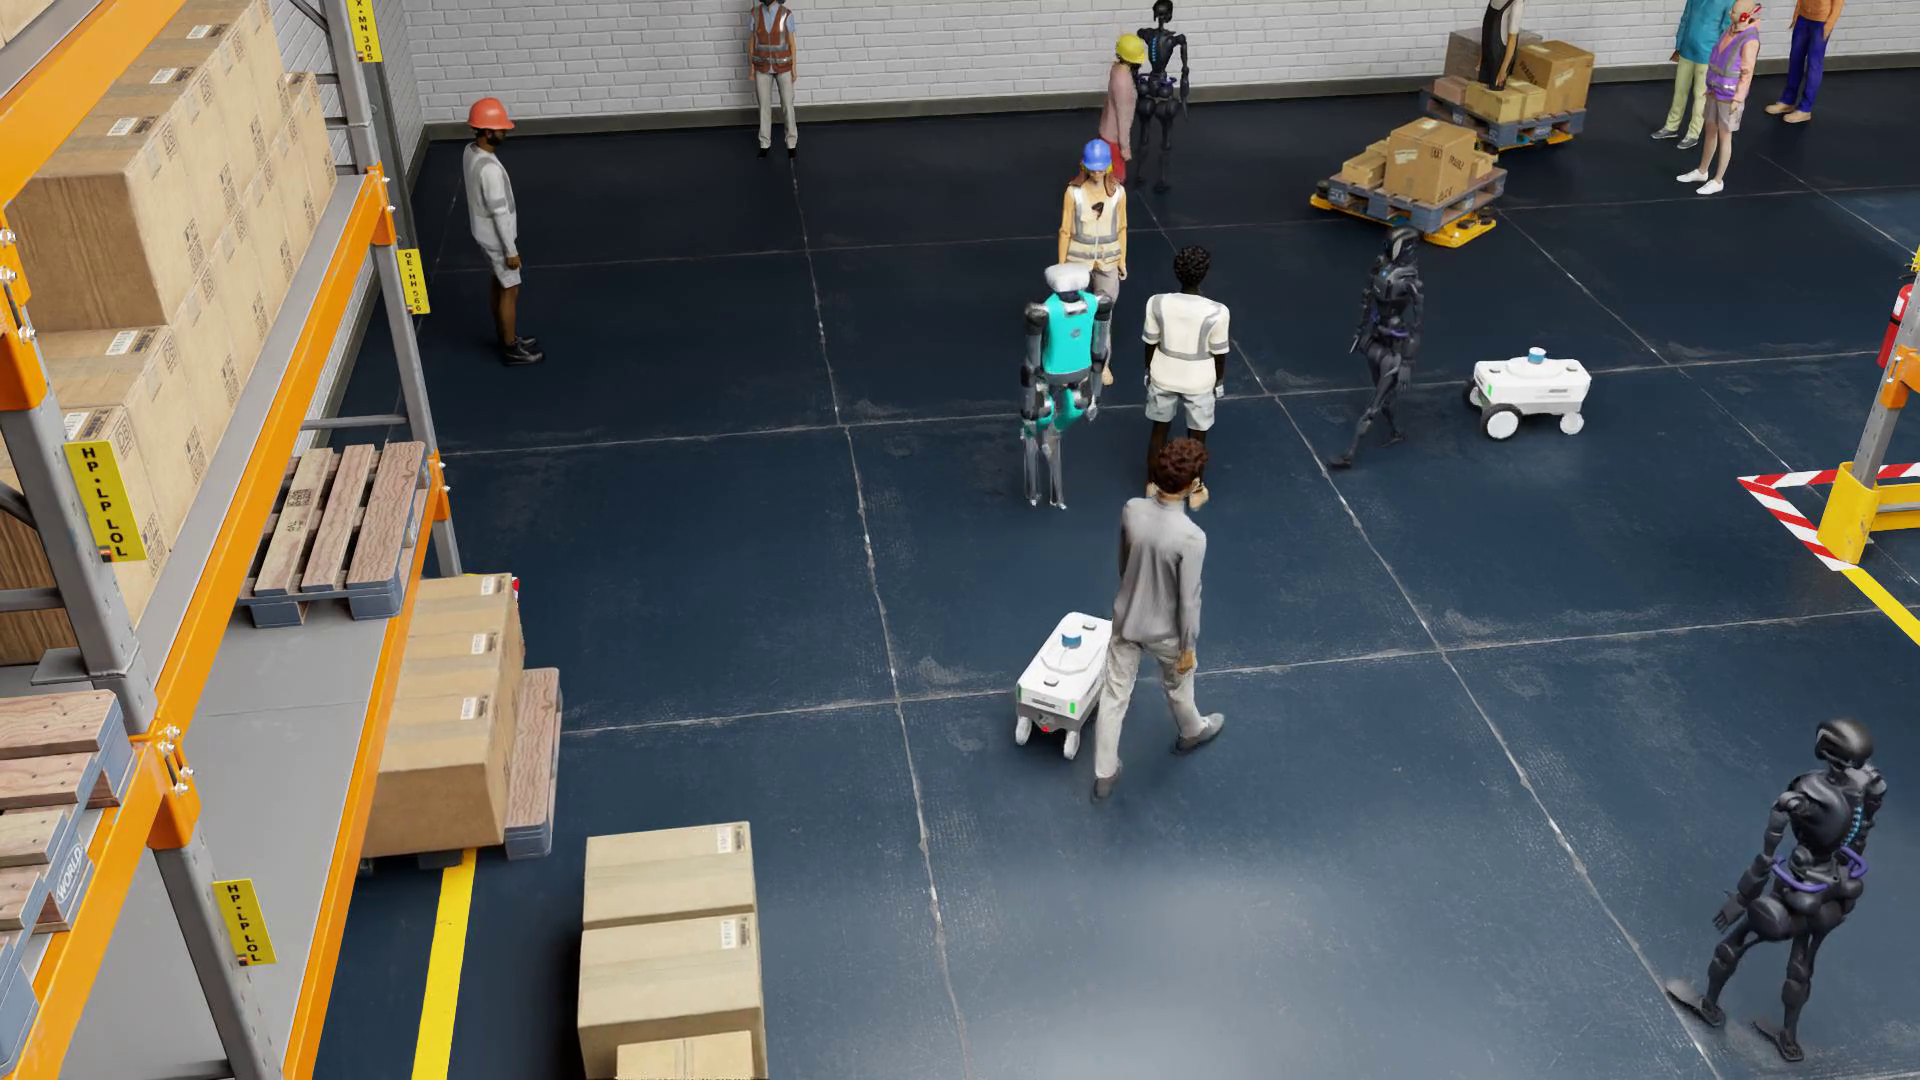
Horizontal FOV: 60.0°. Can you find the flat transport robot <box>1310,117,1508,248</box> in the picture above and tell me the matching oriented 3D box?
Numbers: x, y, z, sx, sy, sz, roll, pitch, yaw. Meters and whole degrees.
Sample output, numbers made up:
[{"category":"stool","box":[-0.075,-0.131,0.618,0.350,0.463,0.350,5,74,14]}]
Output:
[{"category":"flat transport robot","box":[3.785,-2.849,14.218,1.431,0.231,0.659,28,42,36]}]

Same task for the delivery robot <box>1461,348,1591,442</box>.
[{"category":"delivery robot","box":[3.797,-1.002,11.114,0.776,0.580,0.499,-1,33,-2]}]

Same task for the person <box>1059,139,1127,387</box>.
[{"category":"person","box":[0.904,-1.875,11.345,0.474,1.775,0.324,-3,33,-4]}]

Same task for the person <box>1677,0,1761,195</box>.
[{"category":"person","box":[6.652,-3.859,14.462,0.345,1.692,0.487,-4,33,-6]}]

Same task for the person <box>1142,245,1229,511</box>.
[{"category":"person","box":[1.344,-0.966,10.035,0.534,1.693,0.320,14,36,21]}]

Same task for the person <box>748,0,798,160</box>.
[{"category":"person","box":[-1.700,-4.316,15.163,0.441,1.689,0.308,2,33,4]}]

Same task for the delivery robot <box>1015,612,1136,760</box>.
[{"category":"delivery robot","box":[0.572,0.703,8.530,0.499,0.612,0.809,15,36,21]}]

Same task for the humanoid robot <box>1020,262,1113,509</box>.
[{"category":"humanoid robot","box":[0.503,-0.887,9.903,0.552,1.809,0.815,-14,36,-20]}]

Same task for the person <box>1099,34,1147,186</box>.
[{"category":"person","box":[1.270,-3.326,13.617,0.428,1.720,0.648,-1,33,-1]}]

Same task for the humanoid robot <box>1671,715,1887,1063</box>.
[{"category":"humanoid robot","box":[3.275,1.344,6.505,0.590,1.640,0.481,-12,35,-18]}]

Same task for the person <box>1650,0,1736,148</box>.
[{"category":"person","box":[6.844,-4.531,15.436,0.342,1.748,0.571,-15,36,-22]}]

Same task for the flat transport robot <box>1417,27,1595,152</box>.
[{"category":"flat transport robot","box":[5.050,-3.880,15.798,1.431,0.231,0.659,-14,36,-20]}]

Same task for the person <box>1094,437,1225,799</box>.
[{"category":"person","box":[0.961,0.331,7.888,0.569,1.849,0.929,25,41,33]}]

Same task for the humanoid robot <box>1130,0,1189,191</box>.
[{"category":"humanoid robot","box":[1.721,-3.887,14.518,0.601,1.658,0.329,18,37,25]}]

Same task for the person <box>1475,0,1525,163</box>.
[{"category":"person","box":[4.846,-4.334,15.065,0.343,1.839,0.499,-5,33,-7]}]

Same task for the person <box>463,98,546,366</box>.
[{"category":"person","box":[-3.197,-2.132,11.611,0.387,1.924,0.547,-17,37,-24]}]

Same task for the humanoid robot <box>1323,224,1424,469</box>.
[{"category":"humanoid robot","box":[2.652,-1.230,10.485,0.784,1.619,0.610,-14,36,-20]}]

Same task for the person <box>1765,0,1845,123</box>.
[{"category":"person","box":[8.236,-5.045,16.032,0.401,1.973,0.515,-11,35,-16]}]
